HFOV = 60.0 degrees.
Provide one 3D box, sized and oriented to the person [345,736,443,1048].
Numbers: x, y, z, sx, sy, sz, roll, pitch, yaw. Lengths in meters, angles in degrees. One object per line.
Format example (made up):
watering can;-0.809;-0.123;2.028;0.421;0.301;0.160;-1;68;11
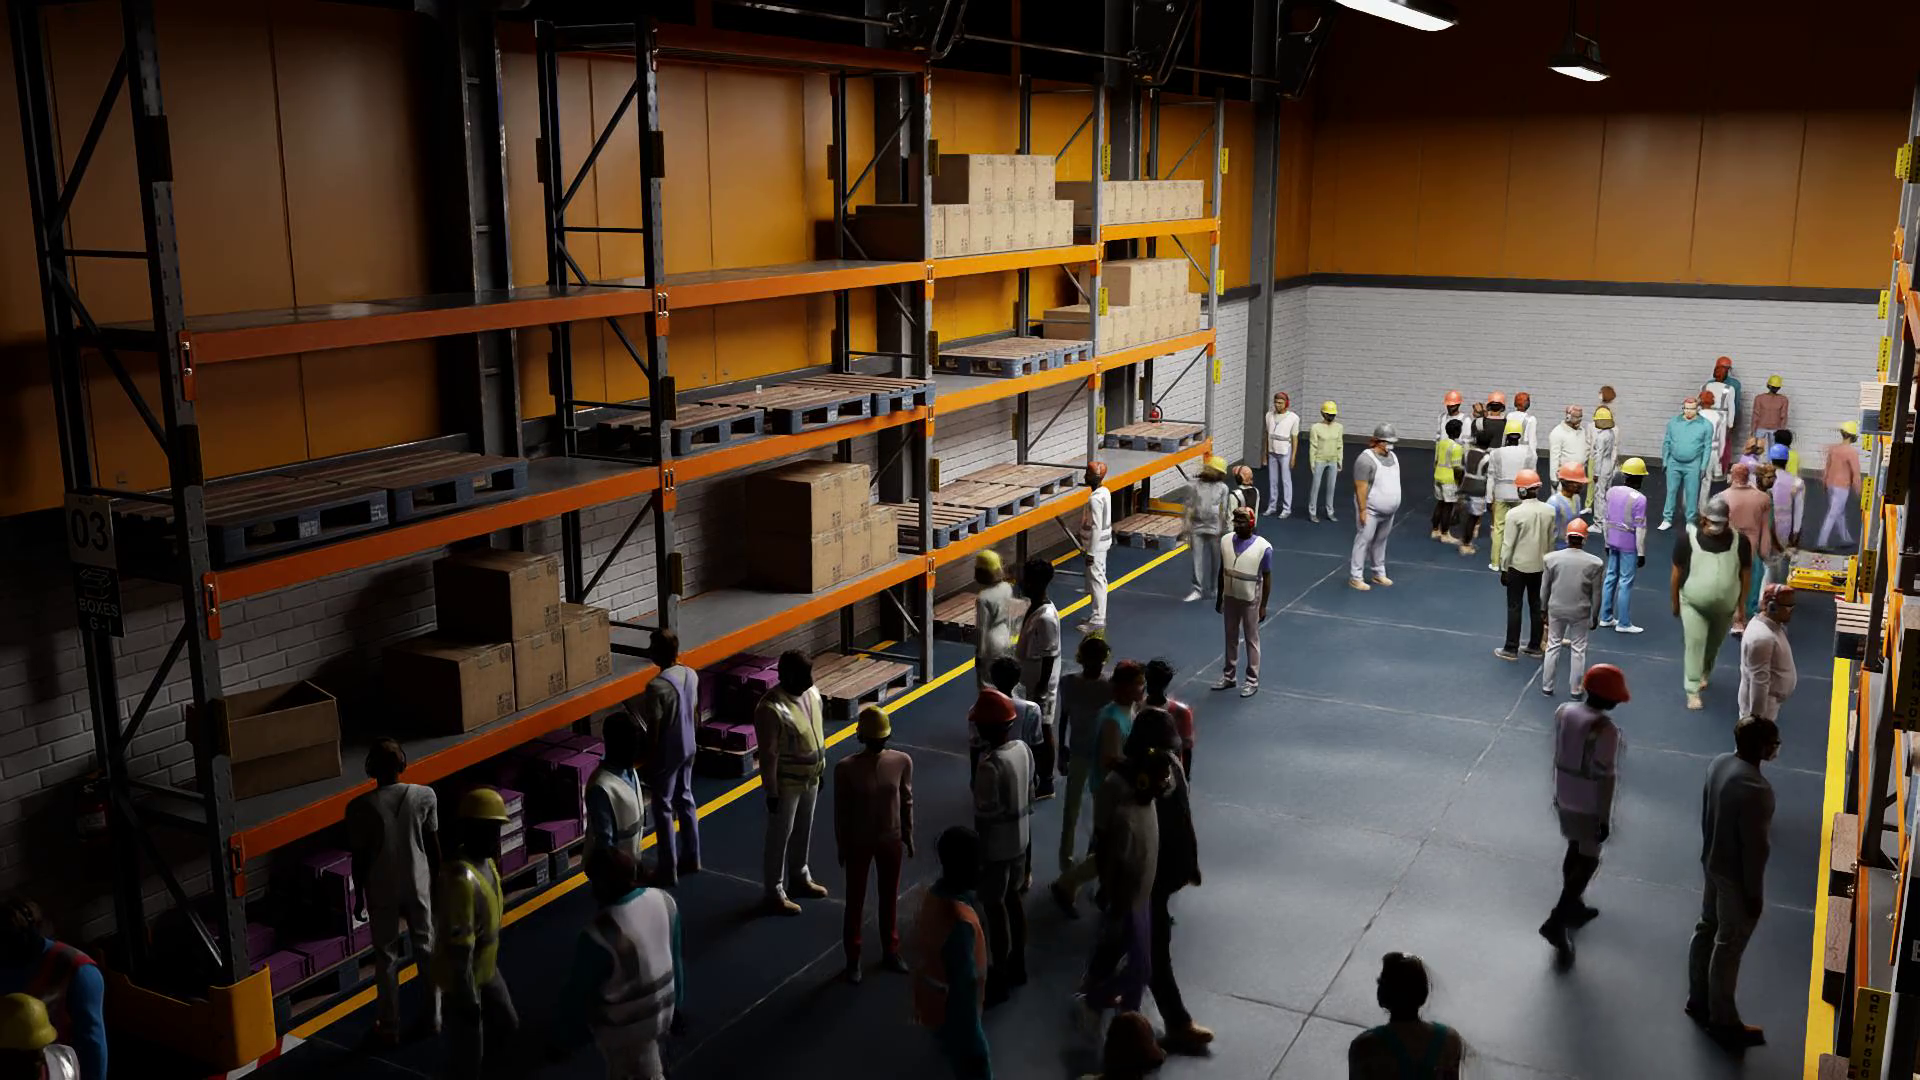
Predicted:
person;-3.236;2.007;9.563;0.506;1.847;0.345;-8;15;-31

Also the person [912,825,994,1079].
person;-0.003;2.307;8.082;0.652;1.898;0.640;-3;13;-11

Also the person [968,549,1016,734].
person;0.307;0.933;14.625;0.445;1.725;0.489;9;16;36

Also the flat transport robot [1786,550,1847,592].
flat transport robot;10.565;0.372;20.441;0.652;0.197;1.431;7;14;28

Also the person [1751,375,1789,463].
person;12.986;-1.775;26.701;0.527;1.761;0.343;3;13;14

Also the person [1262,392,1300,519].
person;4.652;-1.232;24.083;0.392;1.838;0.561;-11;17;-40

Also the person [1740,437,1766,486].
person;10.115;-0.520;21.373;0.318;1.623;0.530;3;13;13

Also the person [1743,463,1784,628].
person;8.795;0.060;18.317;0.527;1.835;0.403;-10;16;-39

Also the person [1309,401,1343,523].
person;5.229;-1.113;23.733;0.527;1.759;0.339;-4;13;-15

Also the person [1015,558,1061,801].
person;0.620;1.105;13.329;0.367;1.966;0.607;-2;13;-7

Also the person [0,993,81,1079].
person;-3.725;2.663;6.679;0.403;1.824;0.593;6;14;25

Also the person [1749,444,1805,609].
person;9.382;-0.173;19.251;0.603;1.887;1.020;4;13;15

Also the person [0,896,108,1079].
person;-4.157;2.471;7.522;0.636;1.836;0.430;2;13;7

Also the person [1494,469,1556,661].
person;5.799;0.257;17.090;0.617;1.986;0.406;-5;13;-19

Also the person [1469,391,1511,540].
person;7.234;-1.011;22.664;0.613;2.033;0.411;4;13;17

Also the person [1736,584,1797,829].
person;6.179;1.262;12.769;0.402;1.904;0.652;7;14;27

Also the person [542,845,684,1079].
person;-1.682;2.355;8.134;0.970;1.778;0.649;6;14;24

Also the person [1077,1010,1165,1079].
person;0.676;2.735;6.888;0.520;1.588;0.837;6;14;26

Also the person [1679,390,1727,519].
person;10.742;-1.250;24.090;0.595;1.865;0.621;4;13;16

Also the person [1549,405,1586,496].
person;8.188;-0.881;22.389;0.646;1.897;0.398;-8;15;-33

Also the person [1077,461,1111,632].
person;1.473;0.070;18.150;0.349;1.884;0.584;3;13;12

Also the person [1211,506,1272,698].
person;2.716;0.576;15.967;0.570;1.844;0.379;12;17;42

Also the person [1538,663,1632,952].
person;4.012;1.697;10.858;0.735;1.904;0.625;-5;13;-21

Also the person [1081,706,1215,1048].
person;1.072;1.871;9.733;0.965;2.000;0.689;9;15;35

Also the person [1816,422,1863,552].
person;11.697;-0.694;21.909;0.795;1.731;0.537;-2;13;-7

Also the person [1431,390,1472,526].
person;6.964;-1.171;23.615;0.386;1.929;0.543;-10;16;-37

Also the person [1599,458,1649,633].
person;7.259;0.053;18.128;0.367;1.926;0.594;-4;13;-19

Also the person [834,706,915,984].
person;-0.527;1.873;10.344;0.527;1.768;0.313;-6;14;-23

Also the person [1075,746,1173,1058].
person;0.955;2.044;9.400;0.459;1.845;0.561;6;14;25

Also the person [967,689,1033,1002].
person;0.221;1.843;10.114;0.387;1.930;0.544;7;14;28

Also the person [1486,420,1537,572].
person;6.880;-0.541;20.813;0.586;1.918;0.397;3;13;15

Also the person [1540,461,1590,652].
person;6.299;0.170;17.381;0.608;2.033;0.429;-12;17;-42

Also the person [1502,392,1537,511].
person;7.965;-1.172;23.743;0.366;1.879;0.584;-8;15;-32

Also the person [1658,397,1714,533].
person;10.073;-1.048;23.112;0.641;1.905;0.410;9;15;35

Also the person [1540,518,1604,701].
person;5.815;0.655;15.844;0.566;1.744;0.350;7;14;28

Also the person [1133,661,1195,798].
person;1.343;1.652;11.575;0.548;1.654;0.788;5;13;21

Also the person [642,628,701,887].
person;-2.038;1.522;11.771;0.339;1.833;0.522;7;14;29

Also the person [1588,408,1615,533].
person;8.907;-0.969;23.144;0.320;1.737;0.483;10;16;38

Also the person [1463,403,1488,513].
person;7.625;-1.206;24.440;0.315;1.629;0.508;-2;13;-7

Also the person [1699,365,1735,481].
person;12.240;-1.893;26.937;0.345;1.882;0.584;-11;17;-41

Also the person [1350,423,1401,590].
person;5.025;-0.414;19.964;0.691;2.000;0.538;-9;15;-34

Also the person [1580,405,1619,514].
person;9.310;-1.154;24.196;0.287;1.631;0.501;-11;17;-40

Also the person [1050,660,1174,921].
person;1.031;1.688;11.082;0.717;1.820;0.615;5;14;23

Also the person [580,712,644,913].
person;-2.014;1.929;9.764;0.391;1.913;0.588;0;13;2

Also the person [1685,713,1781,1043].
person;4.507;1.935;9.679;0.371;1.939;0.629;0;13;2

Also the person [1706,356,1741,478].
person;12.400;-2.002;27.176;0.622;1.992;0.393;-2;13;-7

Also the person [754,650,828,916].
person;-1.124;1.628;11.303;0.431;1.838;0.627;7;14;29

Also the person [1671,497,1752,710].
person;7.119;0.513;15.811;0.677;2.000;0.980;3;13;13

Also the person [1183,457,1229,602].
person;2.900;-0.129;19.449;0.593;1.709;0.355;0;13;0

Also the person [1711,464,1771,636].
person;8.462;0.092;18.162;0.649;1.852;1.033;0;13;2

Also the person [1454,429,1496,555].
person;6.792;-0.622;21.744;0.555;1.672;0.539;-6;14;-24

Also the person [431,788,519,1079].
person;-2.530;2.220;8.561;0.444;1.882;0.636;0;13;0

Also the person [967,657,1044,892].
person;0.313;1.638;11.555;0.535;1.697;0.318;-1;13;-6

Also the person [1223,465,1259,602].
person;3.277;-0.058;19.300;0.509;1.629;0.315;-12;17;-43

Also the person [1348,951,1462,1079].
person;1.809;2.567;7.109;0.541;1.818;0.815;-2;13;-9

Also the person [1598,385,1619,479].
person;10.349;-1.673;26.566;0.488;1.618;0.500;-3;13;-11

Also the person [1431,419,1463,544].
person;6.598;-0.801;22.492;0.321;1.690;0.540;-2;13;-10

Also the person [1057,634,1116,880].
person;0.913;1.561;11.595;0.502;1.833;0.804;2;13;9
